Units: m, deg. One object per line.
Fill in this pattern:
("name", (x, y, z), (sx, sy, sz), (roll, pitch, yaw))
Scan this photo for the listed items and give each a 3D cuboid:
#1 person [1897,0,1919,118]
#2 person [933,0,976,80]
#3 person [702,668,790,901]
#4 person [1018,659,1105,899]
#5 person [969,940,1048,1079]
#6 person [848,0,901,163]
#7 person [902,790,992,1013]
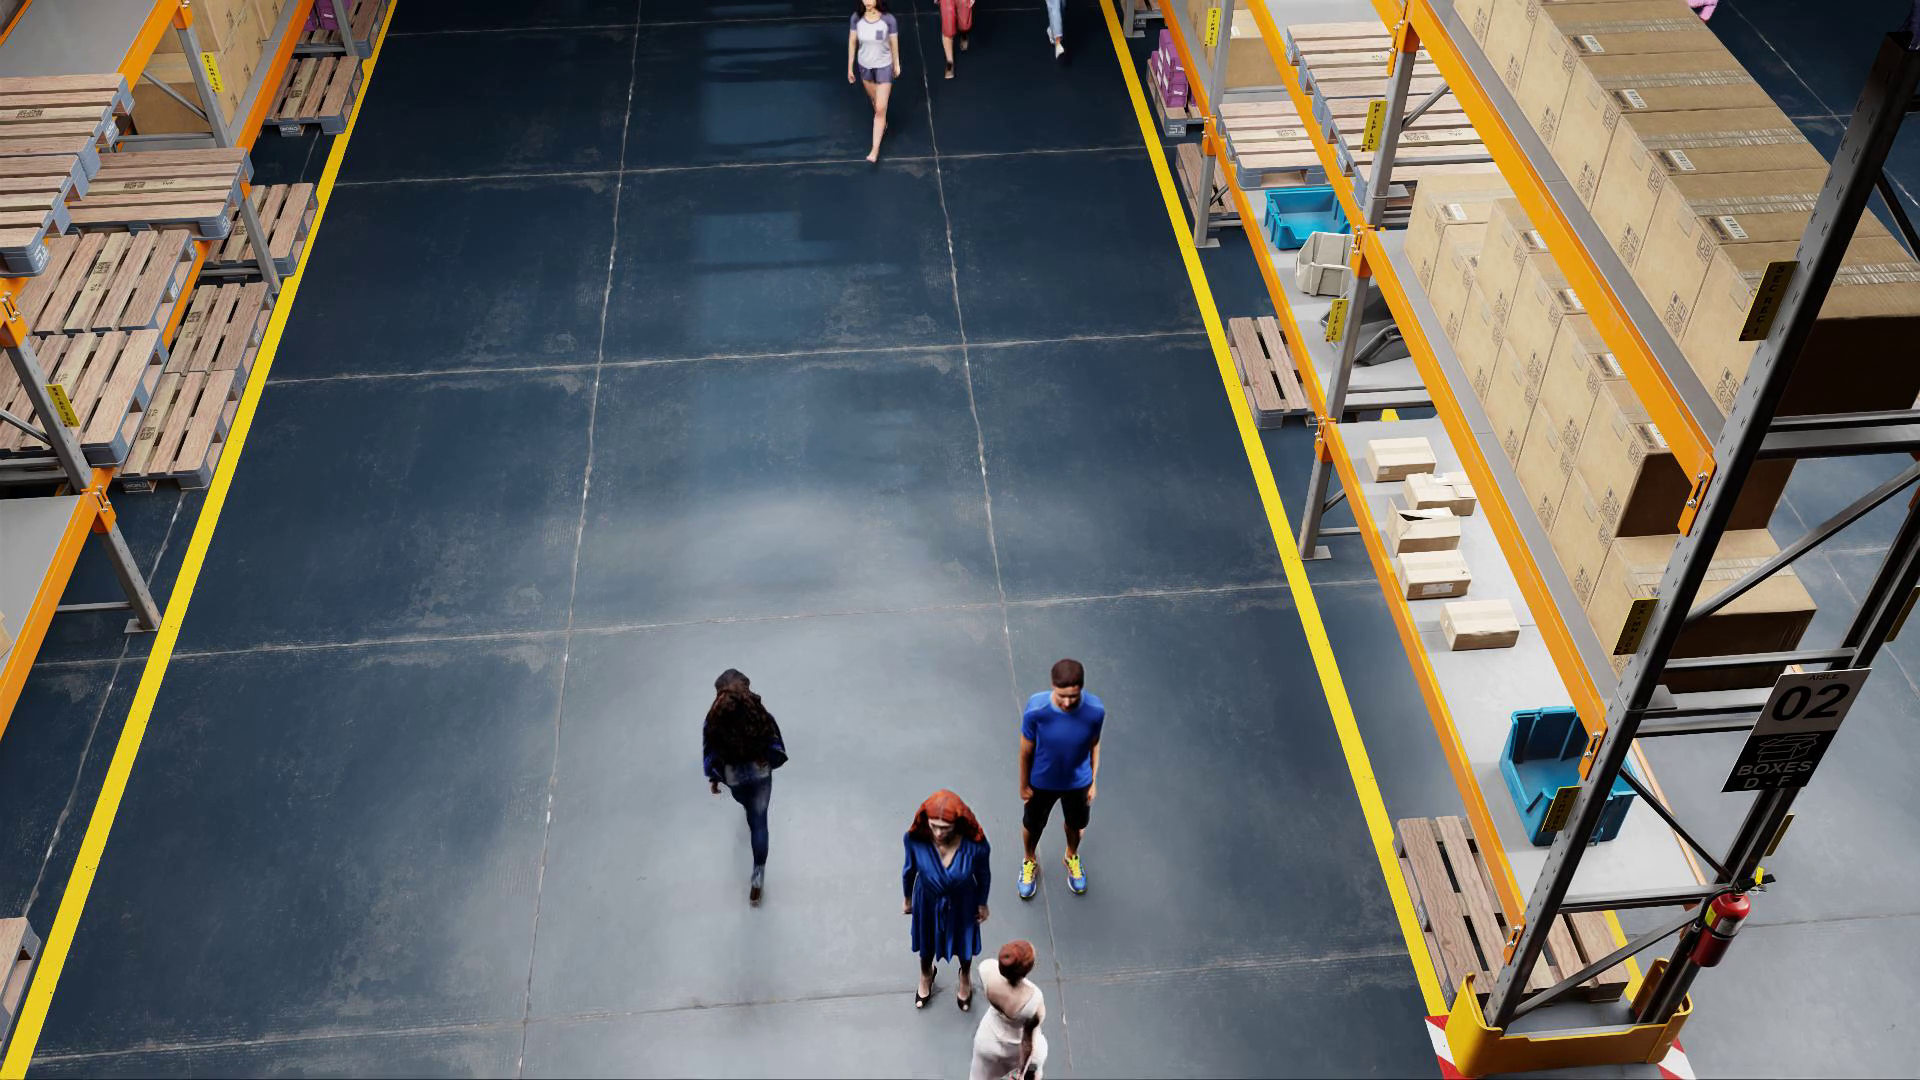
("person", (9.157, -4.795, 15.914), (0.771, 1.674, 0.791), (-23, 48, -22))
("person", (-0.045, -5.537, 16.721), (0.658, 1.635, 0.985), (2, 44, 2))
("person", (-1.217, 1.392, 9.492), (0.647, 1.574, 1.042), (-5, 44, -5))
("person", (0.560, 1.314, 9.359), (0.599, 1.869, 0.548), (-3, 44, -3))
("person", (0.156, 2.534, 8.158), (1.033, 1.761, 1.102), (29, 51, 27))
("person", (-0.759, -4.461, 15.571), (0.878, 1.663, 1.151), (12, 45, 12))
("person", (-0.066, 1.912, 8.763), (0.668, 1.827, 0.636), (5, 44, 5))
